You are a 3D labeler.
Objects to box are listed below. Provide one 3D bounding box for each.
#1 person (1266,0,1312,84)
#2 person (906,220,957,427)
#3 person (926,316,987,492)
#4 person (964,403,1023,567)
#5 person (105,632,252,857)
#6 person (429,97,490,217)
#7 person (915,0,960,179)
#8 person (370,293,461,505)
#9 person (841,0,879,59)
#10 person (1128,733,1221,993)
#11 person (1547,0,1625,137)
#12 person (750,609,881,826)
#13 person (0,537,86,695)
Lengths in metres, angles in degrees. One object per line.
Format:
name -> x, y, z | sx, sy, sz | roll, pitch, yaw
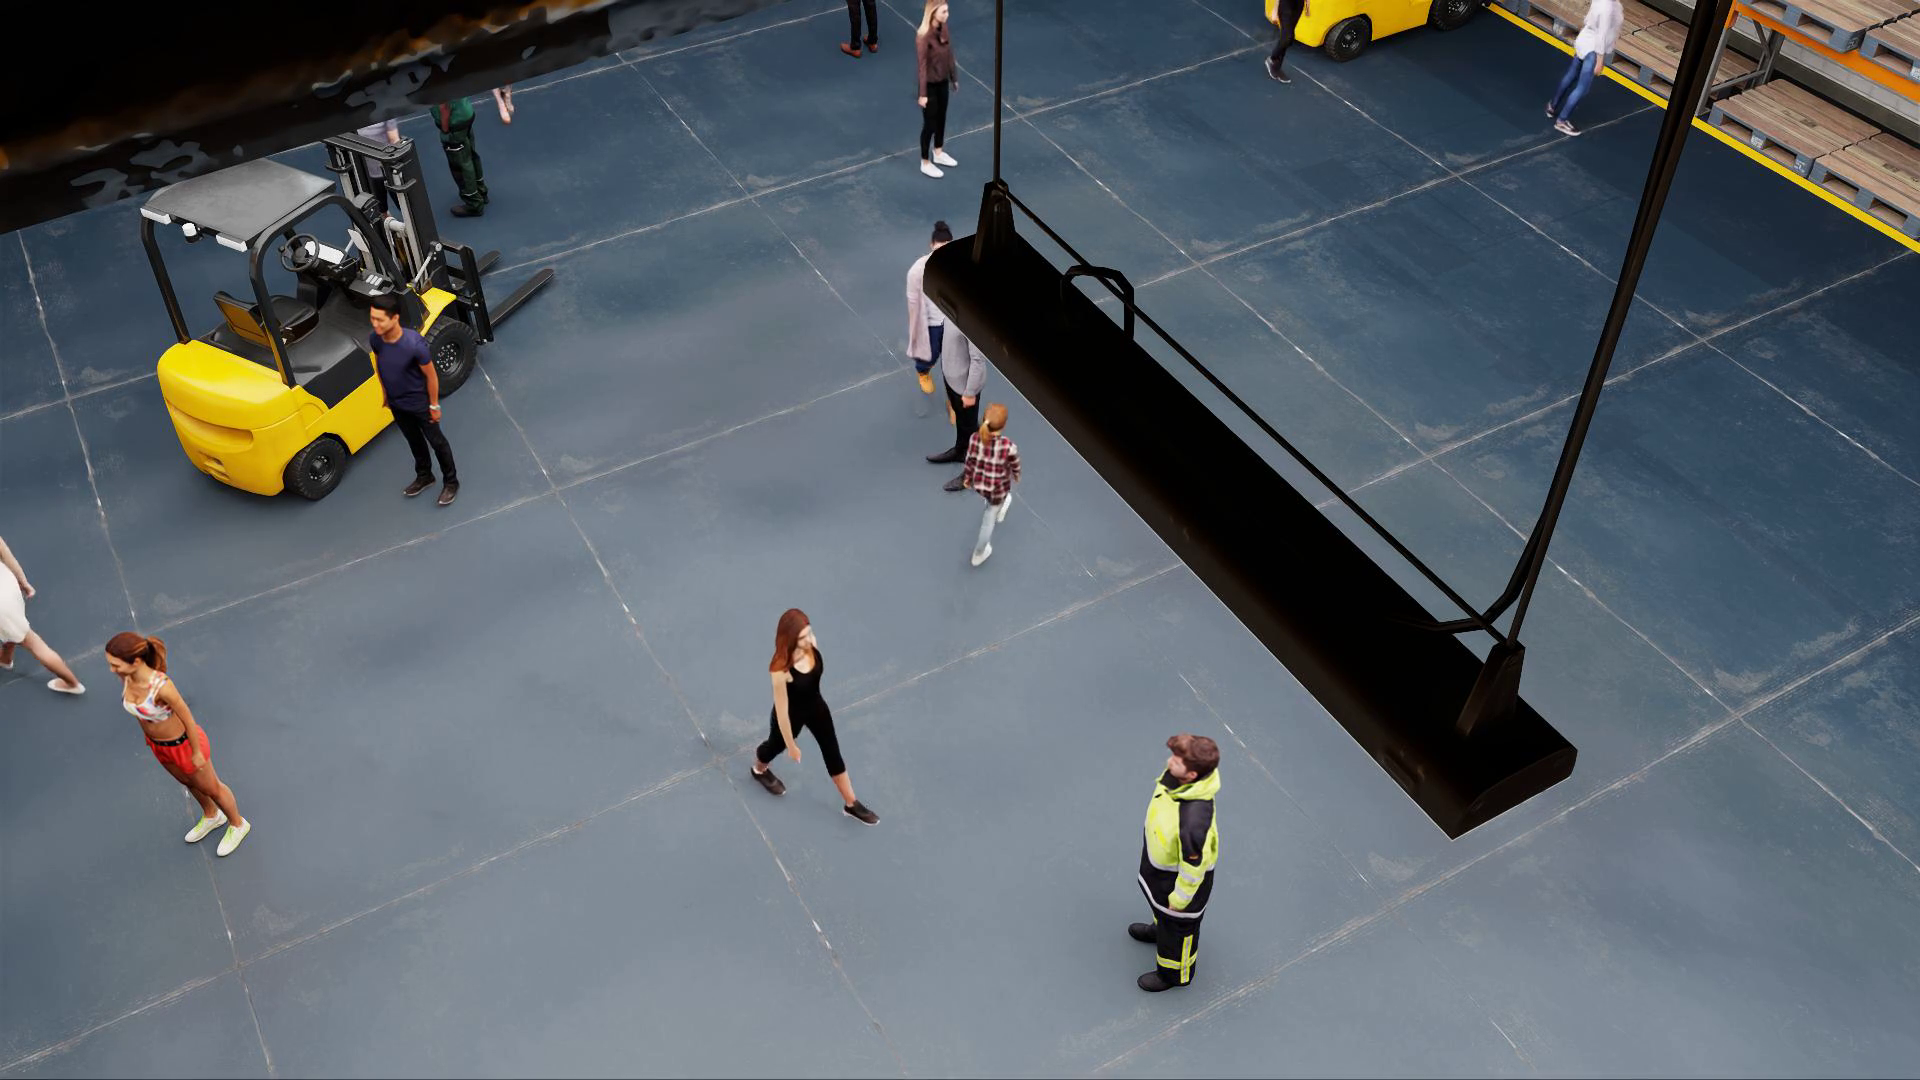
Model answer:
person -> 3.238, -5.373, 16.588 | 0.616, 1.638, 0.617 | -28, 50, -26
person -> -0.170, -1.709, 12.674 | 0.842, 1.732, 1.004 | -10, 45, -11
person -> 0.038, -1.216, 12.017 | 0.842, 1.923, 0.639 | -13, 45, -13
person -> 0.194, -0.355, 11.587 | 0.913, 1.270, 0.866 | 21, 47, 21
person -> -4.522, 1.166, 9.614 | 0.634, 1.789, 0.731 | 20, 47, 20
person -> -4.481, -3.697, 14.748 | 0.846, 1.748, 0.742 | 3, 44, 3
person -> -0.262, -4.209, 15.319 | 0.703, 1.702, 0.718 | 26, 49, 25
person -> -3.921, -1.025, 11.911 | 0.687, 1.793, 0.776 | 15, 46, 15
person -> -1.034, -5.839, 16.898 | 0.716, 1.884, 0.578 | -26, 50, -25
person -> 1.180, 1.710, 8.903 | 0.926, 1.983, 0.780 | -2, 44, -2
person -> 5.963, -4.723, 15.870 | 0.989, 1.687, 0.864 | -3, 44, -3
person -> -1.029, 1.009, 9.861 | 1.240, 1.676, 0.956 | 25, 49, 24
person -> -5.980, 0.391, 10.506 | 1.061, 1.681, 1.030 | 8, 44, 9
